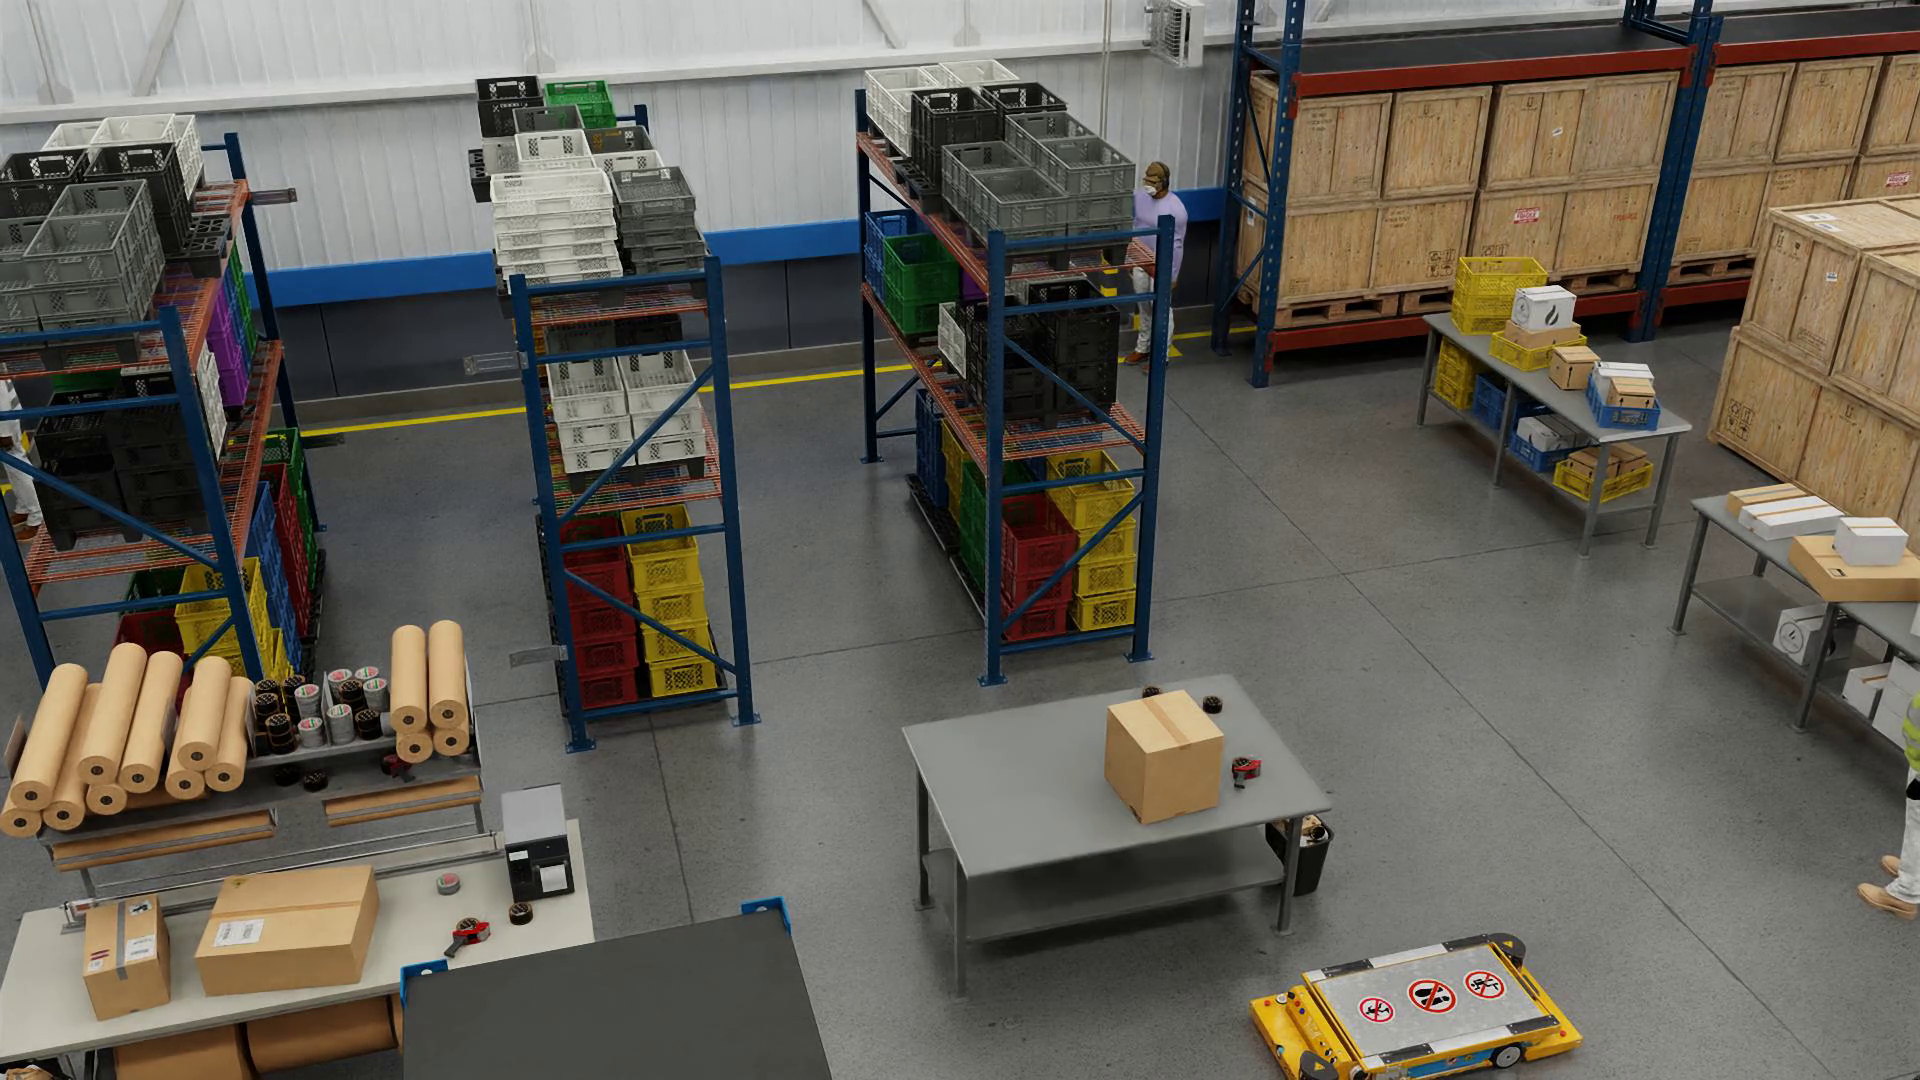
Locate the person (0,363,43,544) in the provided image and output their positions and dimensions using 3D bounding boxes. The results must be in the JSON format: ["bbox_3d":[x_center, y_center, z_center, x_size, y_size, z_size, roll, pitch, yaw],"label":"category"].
[{"bbox_3d":[-6.998,-0.879,12.070,0.358,1.883,0.572,-21,35,-33],"label":"person"}]

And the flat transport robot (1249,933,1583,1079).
[{"bbox_3d":[2.184,2.282,7.980,1.431,0.197,0.652,-8,30,-14],"label":"flat transport robot"}]

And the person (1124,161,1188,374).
[{"bbox_3d":[1.743,-2.438,14.863,0.374,1.933,0.625,-19,34,-30],"label":"person"}]

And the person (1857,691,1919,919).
[{"bbox_3d":[5.031,1.102,8.510,0.633,1.839,0.429,-23,37,-36],"label":"person"}]
